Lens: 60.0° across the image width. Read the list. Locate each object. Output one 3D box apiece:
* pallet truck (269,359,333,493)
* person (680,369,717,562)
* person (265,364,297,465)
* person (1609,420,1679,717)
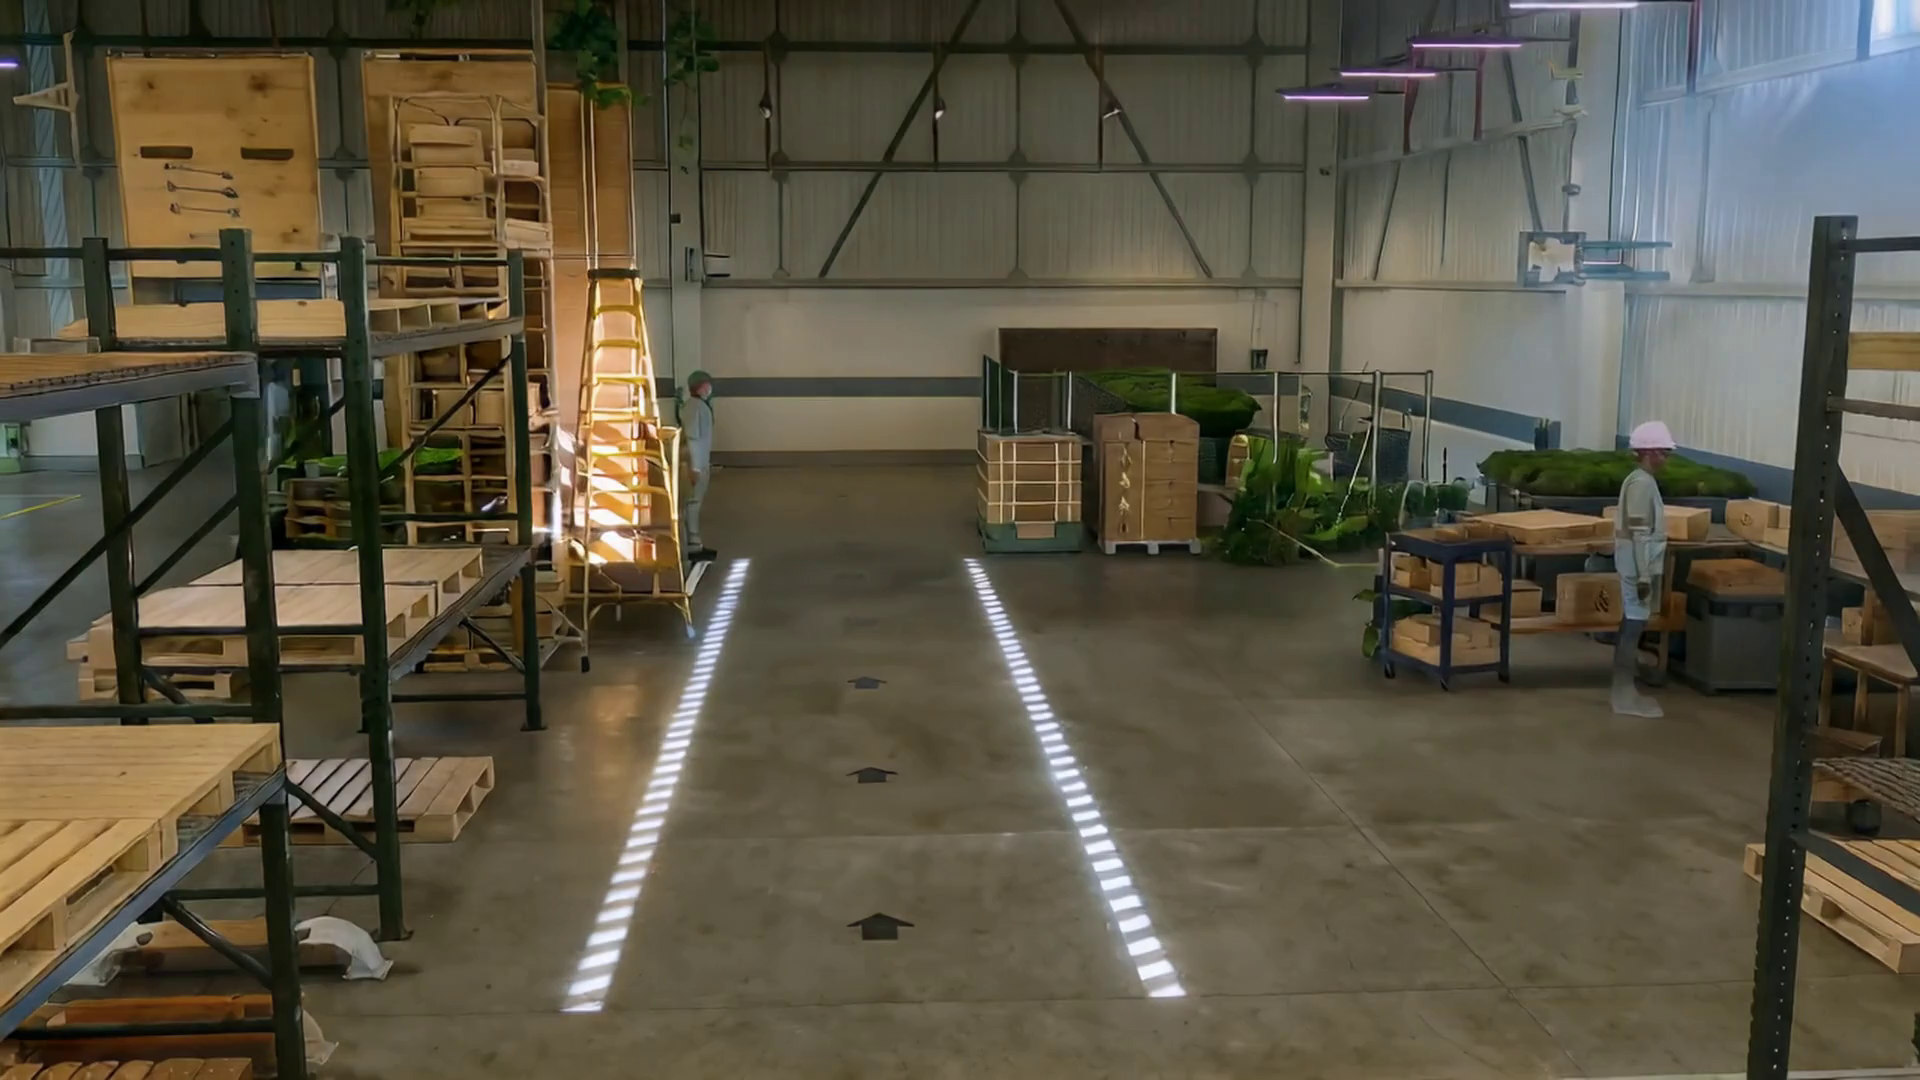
[{"bbox_3d":[-7.062,-1.131,18.996,1.885,1.965,0.823,2,9,13],"label":"pallet truck"},{"bbox_3d":[-2.650,-0.756,16.825,0.353,1.937,0.635,-1,9,-4],"label":"person"},{"bbox_3d":[-9.856,-1.766,24.232,0.873,1.587,0.532,-1,9,-9],"label":"person"},{"bbox_3d":[4.488,0.180,10.940,0.351,1.942,0.547,3,9,18],"label":"person"}]
